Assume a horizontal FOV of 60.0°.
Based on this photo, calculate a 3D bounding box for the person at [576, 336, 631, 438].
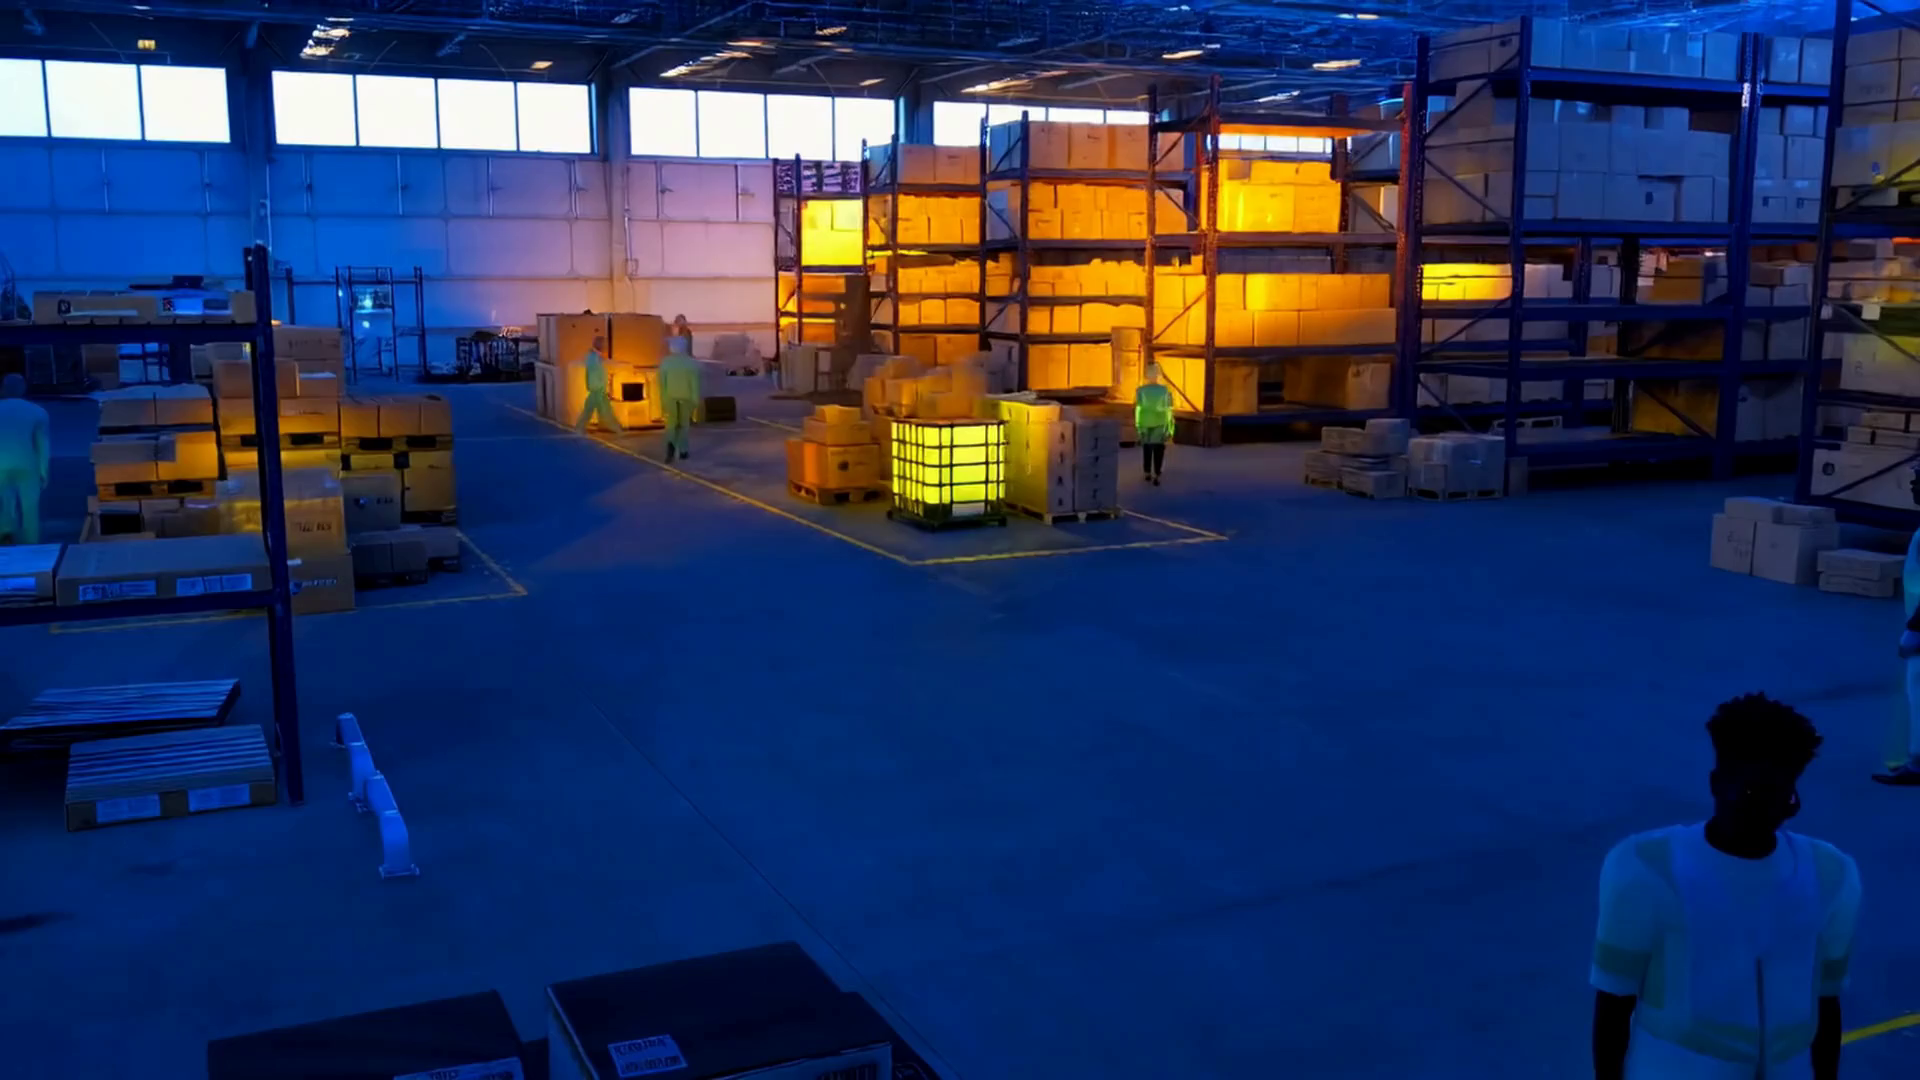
[{"bbox_3d":[-6.295,-2.671,29.073,0.987,1.780,0.636,-1,9,-4],"label":"person"}]

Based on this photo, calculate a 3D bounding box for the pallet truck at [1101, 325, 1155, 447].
[{"bbox_3d":[2.881,-2.596,27.923,0.823,1.965,1.885,-1,9,-7],"label":"pallet truck"}]

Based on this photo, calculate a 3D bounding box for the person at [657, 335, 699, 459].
[{"bbox_3d":[-4.339,-2.185,25.614,0.633,1.922,0.640,0,9,0],"label":"person"}]

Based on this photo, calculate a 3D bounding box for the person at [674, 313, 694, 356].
[{"bbox_3d":[-6.260,-4.138,37.608,0.431,1.965,0.613,3,10,17],"label":"person"}]

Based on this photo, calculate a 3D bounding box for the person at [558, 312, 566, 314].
[{"bbox_3d":[-9.624,-4.554,40.267,0.373,1.933,0.552,0,9,-1],"label":"person"}]

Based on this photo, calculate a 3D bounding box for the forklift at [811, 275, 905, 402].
[{"bbox_3d":[-2.214,-4.442,36.647,1.873,2.768,1.129,3,10,16],"label":"forklift"}]

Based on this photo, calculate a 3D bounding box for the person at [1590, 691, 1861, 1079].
[{"bbox_3d":[1.754,1.305,3.843,0.603,1.958,0.380,0,9,-1],"label":"person"}]

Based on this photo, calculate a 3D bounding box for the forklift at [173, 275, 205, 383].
[{"bbox_3d":[-16.902,-4.434,36.599,1.873,2.768,1.129,-8,12,-41],"label":"forklift"}]

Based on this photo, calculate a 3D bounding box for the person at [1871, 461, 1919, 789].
[{"bbox_3d":[5.404,0.464,9.337,0.322,1.871,0.531,9,13,43],"label":"person"}]

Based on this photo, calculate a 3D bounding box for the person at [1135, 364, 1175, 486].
[{"bbox_3d":[2.653,-1.571,22.634,0.542,1.652,0.881,1,9,4],"label":"person"}]

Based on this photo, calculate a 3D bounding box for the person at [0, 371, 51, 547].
[{"bbox_3d":[-9.277,-0.691,16.346,0.635,1.920,0.628,-4,10,-22],"label":"person"}]
